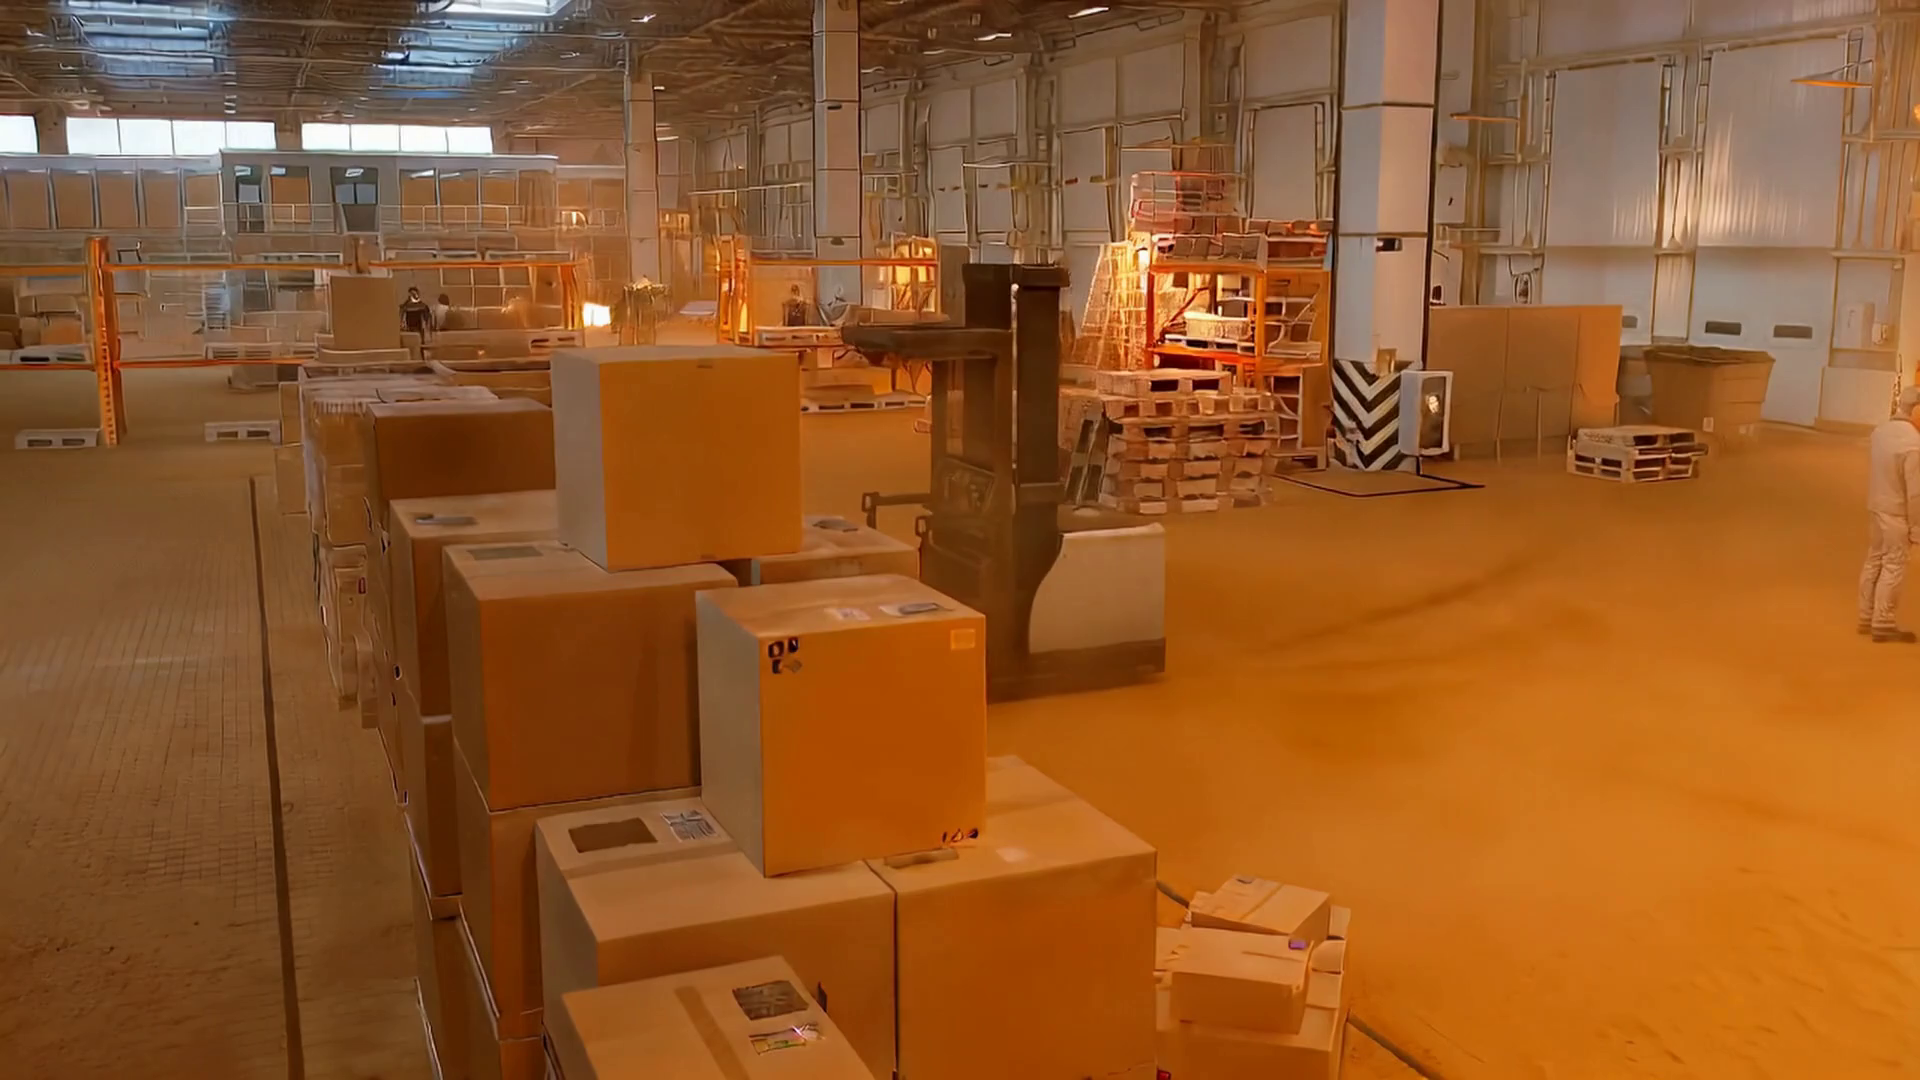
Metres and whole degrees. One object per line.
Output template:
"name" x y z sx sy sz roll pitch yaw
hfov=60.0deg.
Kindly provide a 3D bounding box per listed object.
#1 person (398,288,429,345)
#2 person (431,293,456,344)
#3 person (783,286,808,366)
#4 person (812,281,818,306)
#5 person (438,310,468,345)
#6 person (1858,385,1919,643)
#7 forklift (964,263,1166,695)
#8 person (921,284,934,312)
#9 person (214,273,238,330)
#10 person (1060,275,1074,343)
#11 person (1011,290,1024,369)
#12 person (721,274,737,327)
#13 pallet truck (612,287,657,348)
"person" -12.032 -4.587 36.665 0.655 1.908 0.859 -4 11 -20
"person" -11.130 -4.423 35.985 0.579 1.836 1.001 3 11 14
"person" -3.888 -5.083 39.491 0.588 1.877 1.030 -1 10 -3
"person" -4.432 -7.724 53.871 0.645 1.925 0.684 -5 12 -27
"person" -6.982 -2.195 23.101 0.538 2.000 0.701 -3 11 -16
"person" 6.973 -0.189 12.371 0.387 1.929 0.635 0 10 1
"forklift" 0.362 -0.447 11.148 1.873 2.768 1.129 -4 11 -23
"person" -0.901 -5.782 43.524 0.982 1.814 0.561 2 10 11
"person" -23.933 -7.759 54.139 0.953 1.893 0.552 -9 13 -39
"person" 3.051 -6.692 48.008 0.395 1.992 0.622 -6 12 -29
"person" 1.320 -4.861 38.374 0.638 1.830 0.567 2 10 11
"person" -7.674 -7.912 55.209 0.636 1.819 0.675 7 13 36
"pallet truck" -6.464 -4.406 35.401 0.823 1.965 1.885 6 12 32
